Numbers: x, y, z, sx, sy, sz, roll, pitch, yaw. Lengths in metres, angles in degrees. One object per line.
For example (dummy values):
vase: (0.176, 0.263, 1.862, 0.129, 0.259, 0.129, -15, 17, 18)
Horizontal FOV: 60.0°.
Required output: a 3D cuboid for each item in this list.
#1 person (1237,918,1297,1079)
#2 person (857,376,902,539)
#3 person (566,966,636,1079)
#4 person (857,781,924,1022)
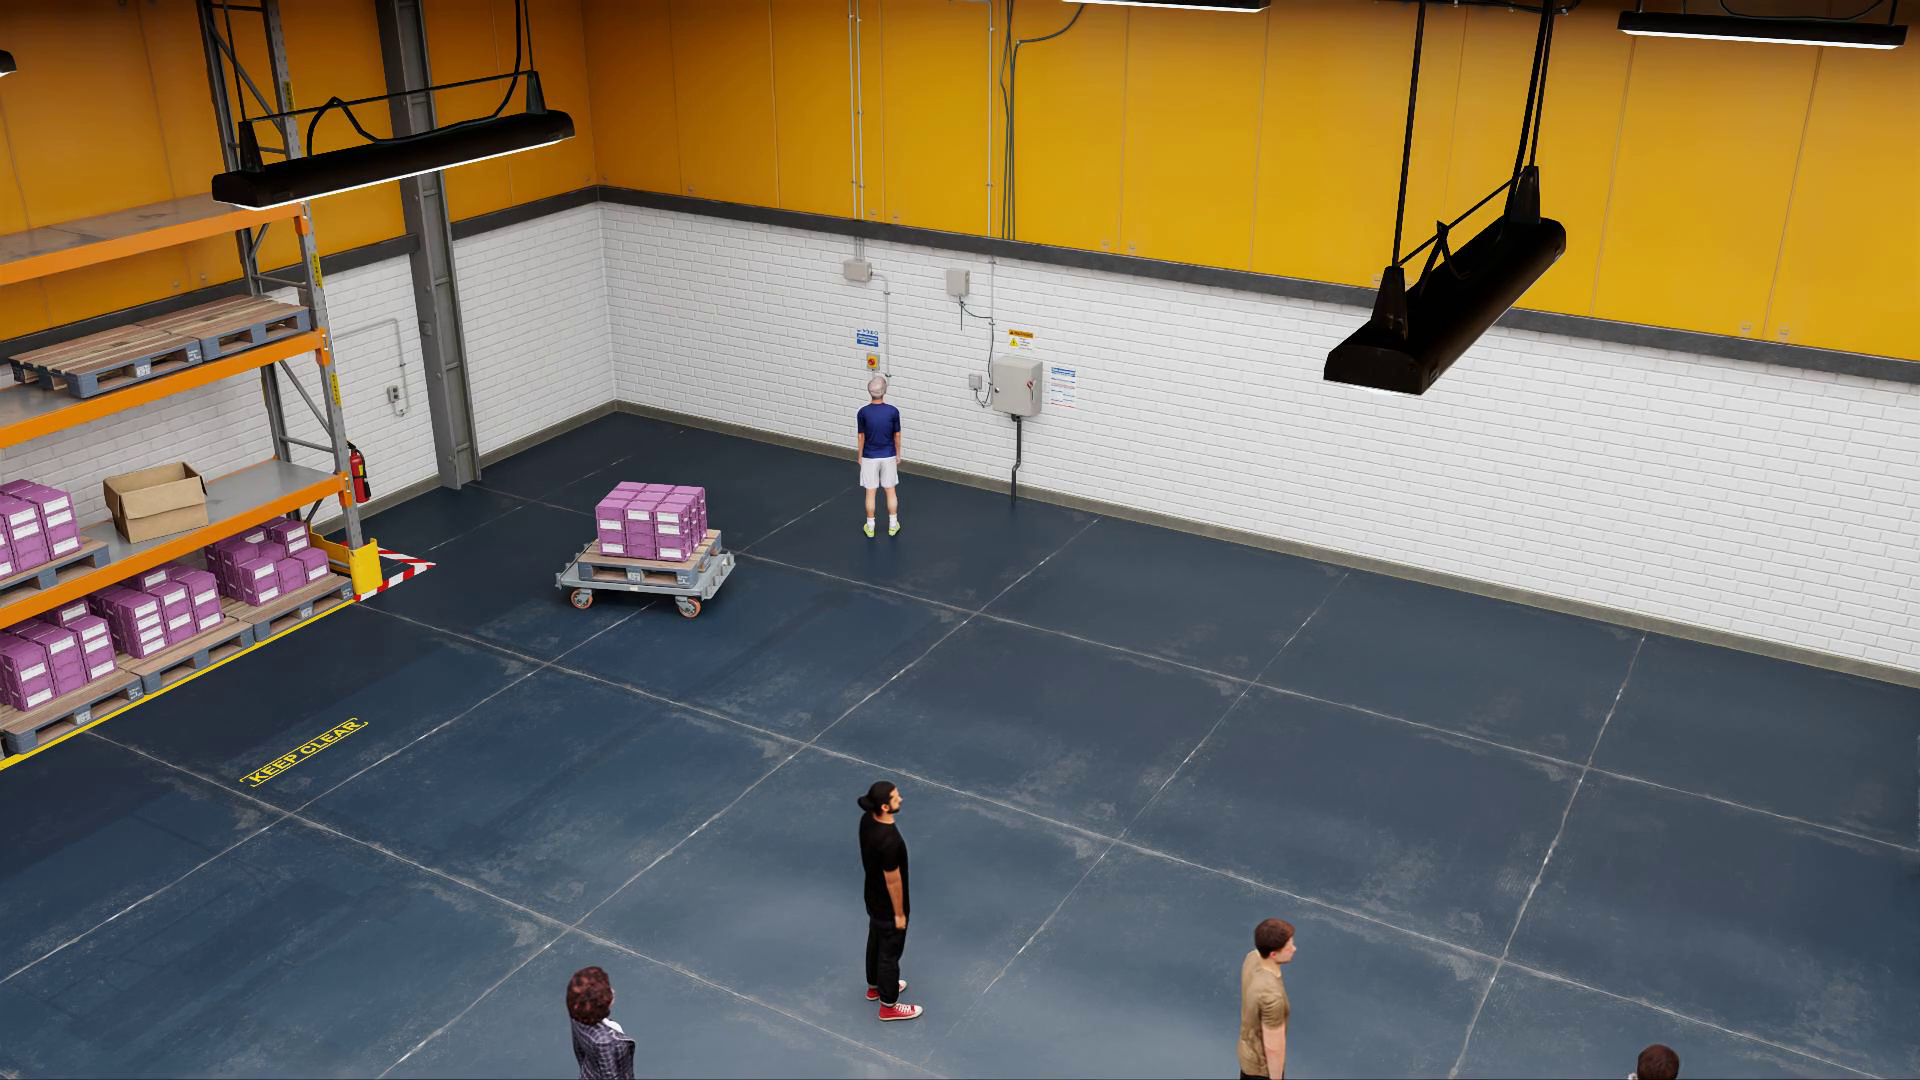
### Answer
person: (1.718, 2.941, 9.503, 0.812, 1.851, 0.702, -1, 24, -3)
person: (-0.895, -0.927, 18.368, 0.719, 1.838, 0.756, -4, 24, -8)
person: (-1.993, 3.116, 9.289, 0.689, 1.702, 0.695, -15, 28, -31)
person: (-0.492, 2.356, 10.955, 0.767, 1.758, 0.731, -10, 25, -21)
